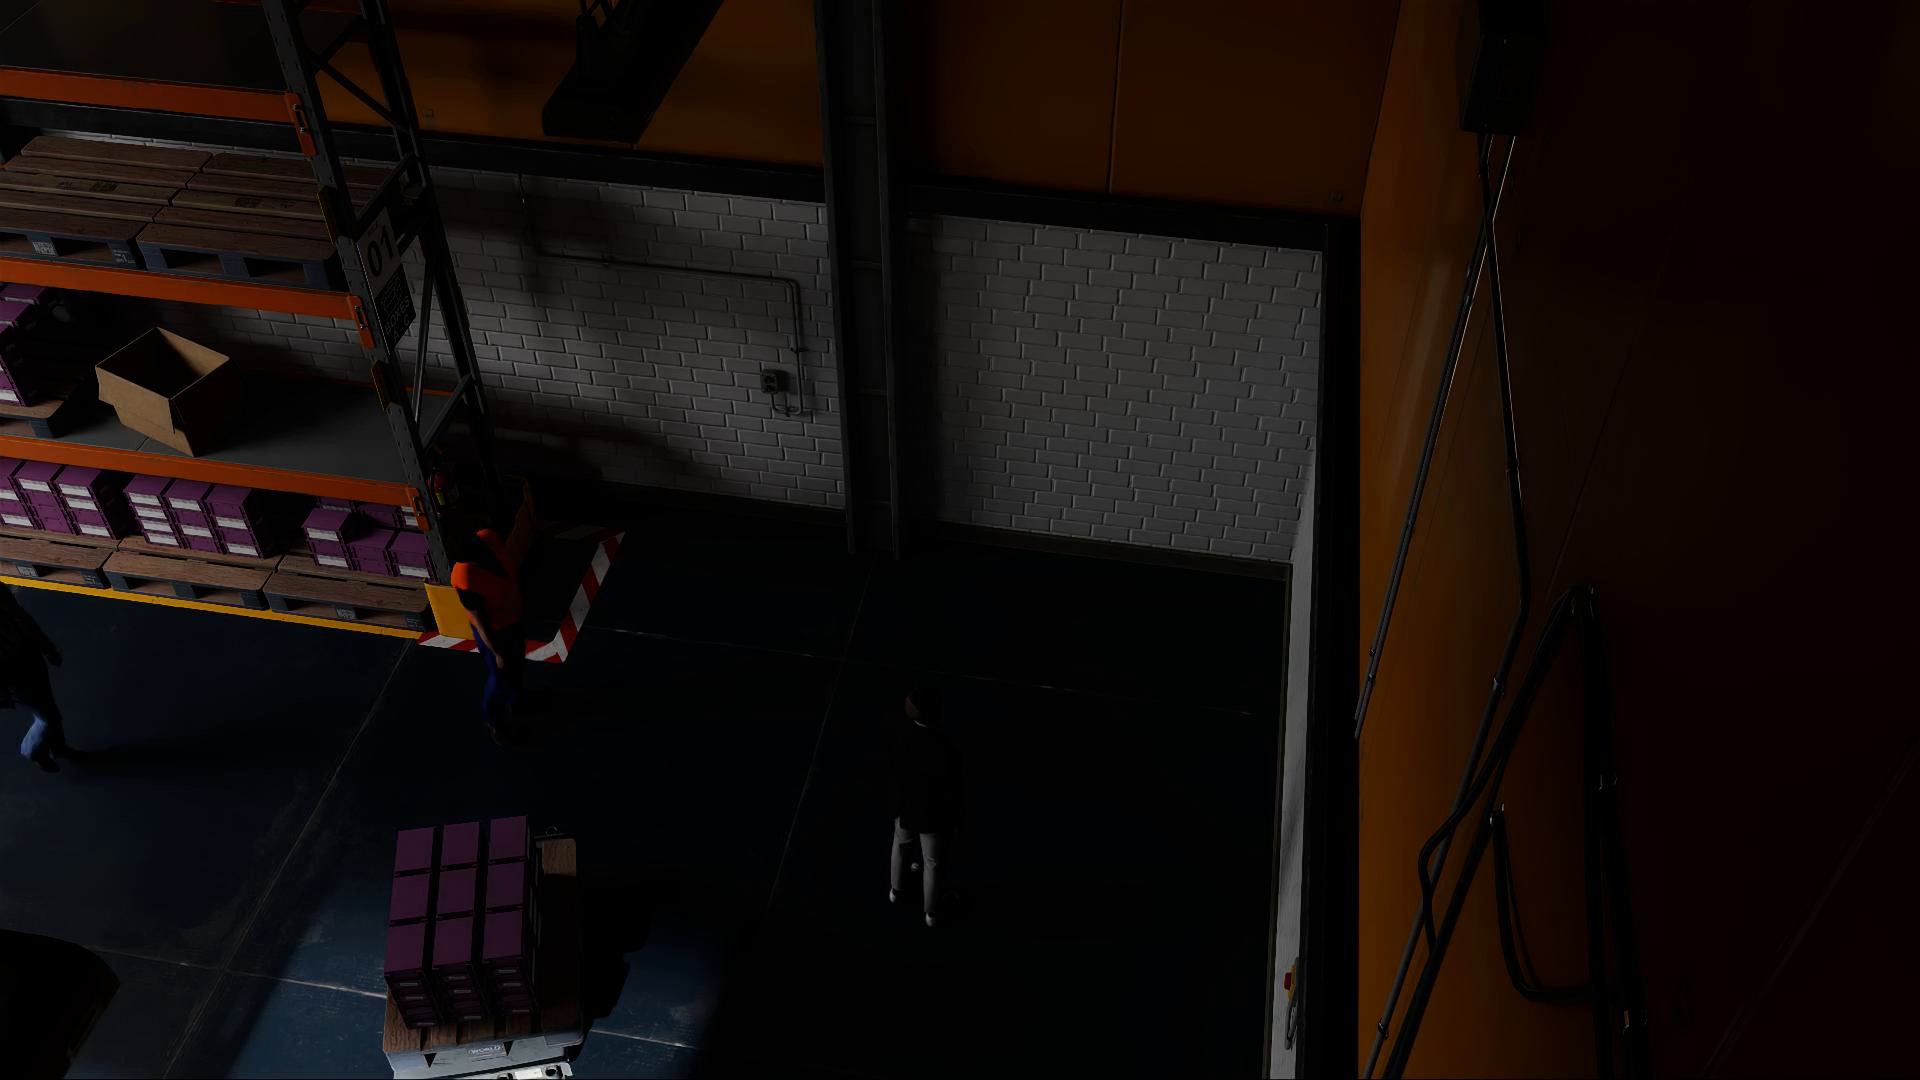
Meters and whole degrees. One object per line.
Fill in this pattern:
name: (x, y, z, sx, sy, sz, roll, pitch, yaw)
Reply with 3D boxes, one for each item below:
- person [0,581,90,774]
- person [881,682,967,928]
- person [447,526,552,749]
person: (-5.838, 0.801, 10.148, 0.668, 1.783, 0.681, 0, 44, 0)
person: (-0.221, 1.457, 9.339, 0.708, 1.949, 0.842, 28, 50, 26)
person: (-2.905, 0.470, 10.453, 0.690, 1.843, 0.799, -9, 44, -9)
